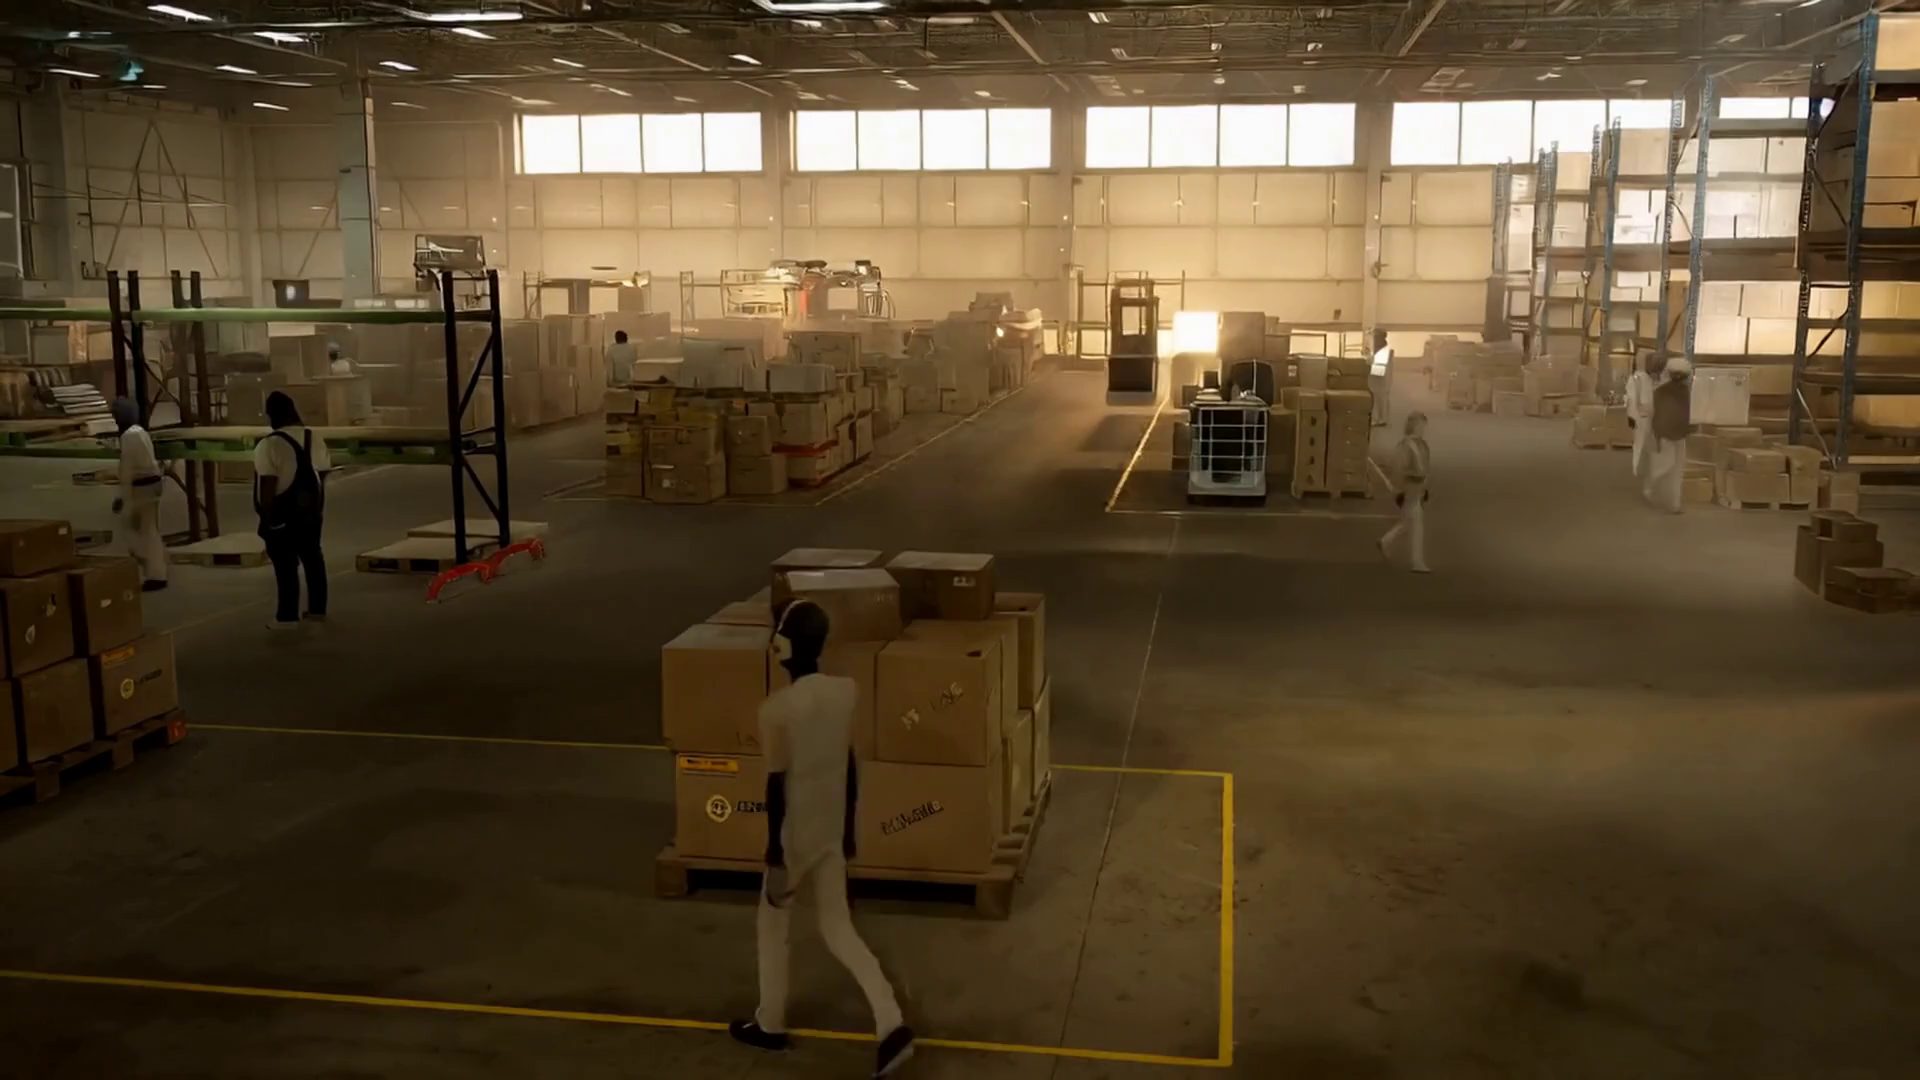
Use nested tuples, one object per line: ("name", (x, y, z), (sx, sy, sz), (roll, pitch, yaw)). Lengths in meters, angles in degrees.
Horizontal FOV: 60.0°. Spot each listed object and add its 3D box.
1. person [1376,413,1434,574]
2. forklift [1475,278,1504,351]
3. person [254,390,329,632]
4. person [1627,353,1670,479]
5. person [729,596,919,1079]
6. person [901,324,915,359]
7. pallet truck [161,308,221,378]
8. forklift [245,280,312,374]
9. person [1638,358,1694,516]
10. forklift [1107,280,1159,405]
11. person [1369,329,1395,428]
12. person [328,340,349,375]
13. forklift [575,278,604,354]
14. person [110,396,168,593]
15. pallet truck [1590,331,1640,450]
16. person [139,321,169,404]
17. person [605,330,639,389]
("person", (4.518, -0.489, 16.795), (0.658, 1.616, 0.523), (9, 13, 43))
("forklift", (14.254, -5.610, 44.517), (1.873, 2.768, 1.129), (1, 9, 9))
("person", (-5.696, -0.254, 14.061), (0.535, 2.000, 0.684), (4, 10, 26))
("person", (10.026, -1.798, 24.213), (0.635, 1.842, 0.429), (0, 9, 1))
("person", (-0.526, 1.120, 6.235), (0.887, 1.840, 0.526), (8, 12, 41))
("person", (-1.311, -4.948, 44.330), (0.520, 1.613, 0.707), (5, 11, 30))
("pallet truck", (-21.869, -5.598, 47.154), (0.823, 1.965, 1.885), (4, 10, 26))
("forklift", (-14.413, -4.233, 36.020), (1.873, 2.768, 1.129), (1, 9, 9))
("person", (8.850, -1.277, 20.645), (0.646, 1.948, 0.523), (-5, 10, -27))
("forklift", (3.945, -4.518, 37.776), (1.129, 2.768, 1.873), (1, 9, 9))
("person", (8.168, -3.131, 32.220), (0.397, 1.911, 0.587), (-5, 10, -28))
("person", (-10.090, -2.256, 26.829), (0.452, 1.910, 0.597), (1, 9, 8))
("forklift", (-10.234, -5.744, 45.341), (1.873, 2.768, 1.129), (-3, 10, -17))
("person", (-7.742, -0.421, 15.622), (0.501, 1.863, 0.603), (-4, 10, -25))
("pallet truck", (11.253, -2.573, 28.499), (0.823, 1.965, 1.885), (5, 10, 27))
("person", (-18.435, -4.074, 37.957), (0.627, 1.934, 0.372), (2, 9, 13))
("person", (-6.161, -2.858, 30.439), (0.627, 1.940, 0.371), (-1, 9, -9))
